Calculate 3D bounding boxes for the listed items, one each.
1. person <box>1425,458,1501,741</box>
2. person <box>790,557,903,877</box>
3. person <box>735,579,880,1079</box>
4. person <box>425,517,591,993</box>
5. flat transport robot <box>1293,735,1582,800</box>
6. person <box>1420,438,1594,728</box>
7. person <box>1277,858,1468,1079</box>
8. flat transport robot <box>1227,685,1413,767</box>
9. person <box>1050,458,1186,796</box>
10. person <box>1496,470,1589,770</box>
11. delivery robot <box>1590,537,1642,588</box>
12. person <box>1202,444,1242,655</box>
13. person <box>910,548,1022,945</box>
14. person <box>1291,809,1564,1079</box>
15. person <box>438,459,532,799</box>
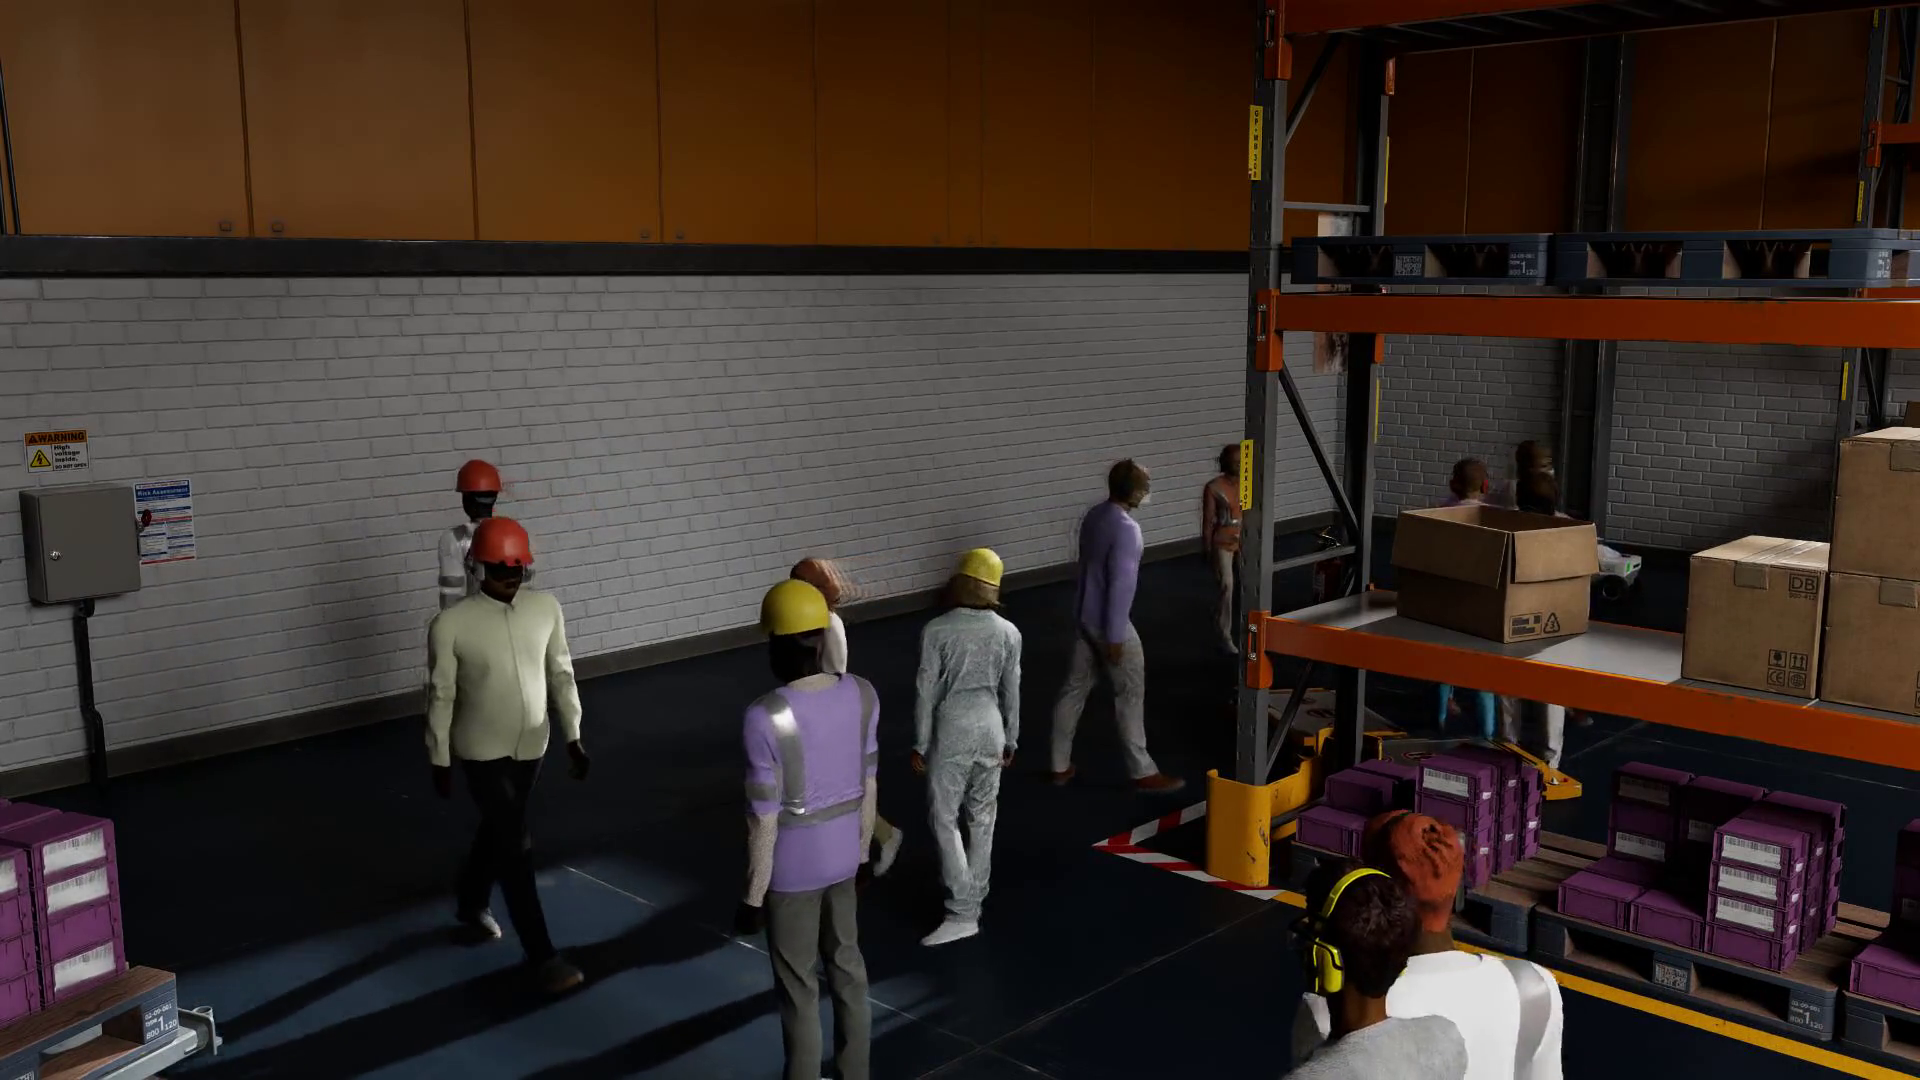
[{"bbox_3d":[3.124,0.395,10.296,0.588,1.790,0.995,1,9,6],"label":"person"},{"bbox_3d":[-0.633,0.871,7.912,0.622,1.621,0.512,-4,10,-23],"label":"person"},{"bbox_3d":[-0.527,1.083,5.623,0.387,1.922,0.593,8,12,41],"label":"person"},{"bbox_3d":[-1.933,0.852,7.035,1.042,1.946,0.604,8,12,40],"label":"person"},{"bbox_3d":[2.673,1.300,9.356,1.431,0.197,0.652,-2,9,-11],"label":"flat transport robot"},{"bbox_3d":[3.550,0.268,10.782,1.054,1.894,0.618,5,11,30],"label":"person"},{"bbox_3d":[0.733,1.514,3.152,0.514,1.871,0.327,-7,12,-37],"label":"person"},{"bbox_3d":[2.212,1.144,10.307,0.652,0.197,1.431,-2,9,-11],"label":"flat transport robot"},{"bbox_3d":[0.846,0.488,9.420,0.680,1.902,0.658,-3,10,-18],"label":"person"},{"bbox_3d":[3.253,0.508,9.473,0.643,1.831,0.431,8,12,41],"label":"person"},{"bbox_3d":[5.667,0.220,14.820,0.707,0.478,0.477,8,12,39],"label":"delivery robot"},{"bbox_3d":[2.073,0.050,12.876,0.523,1.624,0.503,-4,10,-25],"label":"person"},{"bbox_3d":[0.044,0.909,7.377,0.573,1.699,0.573,-4,10,-23],"label":"person"},{"bbox_3d":[0.927,1.457,3.533,0.607,1.855,0.794,-2,9,-10],"label":"person"},{"bbox_3d":[-2.551,0.525,9.042,0.537,1.922,0.573,8,12,42],"label":"person"}]
